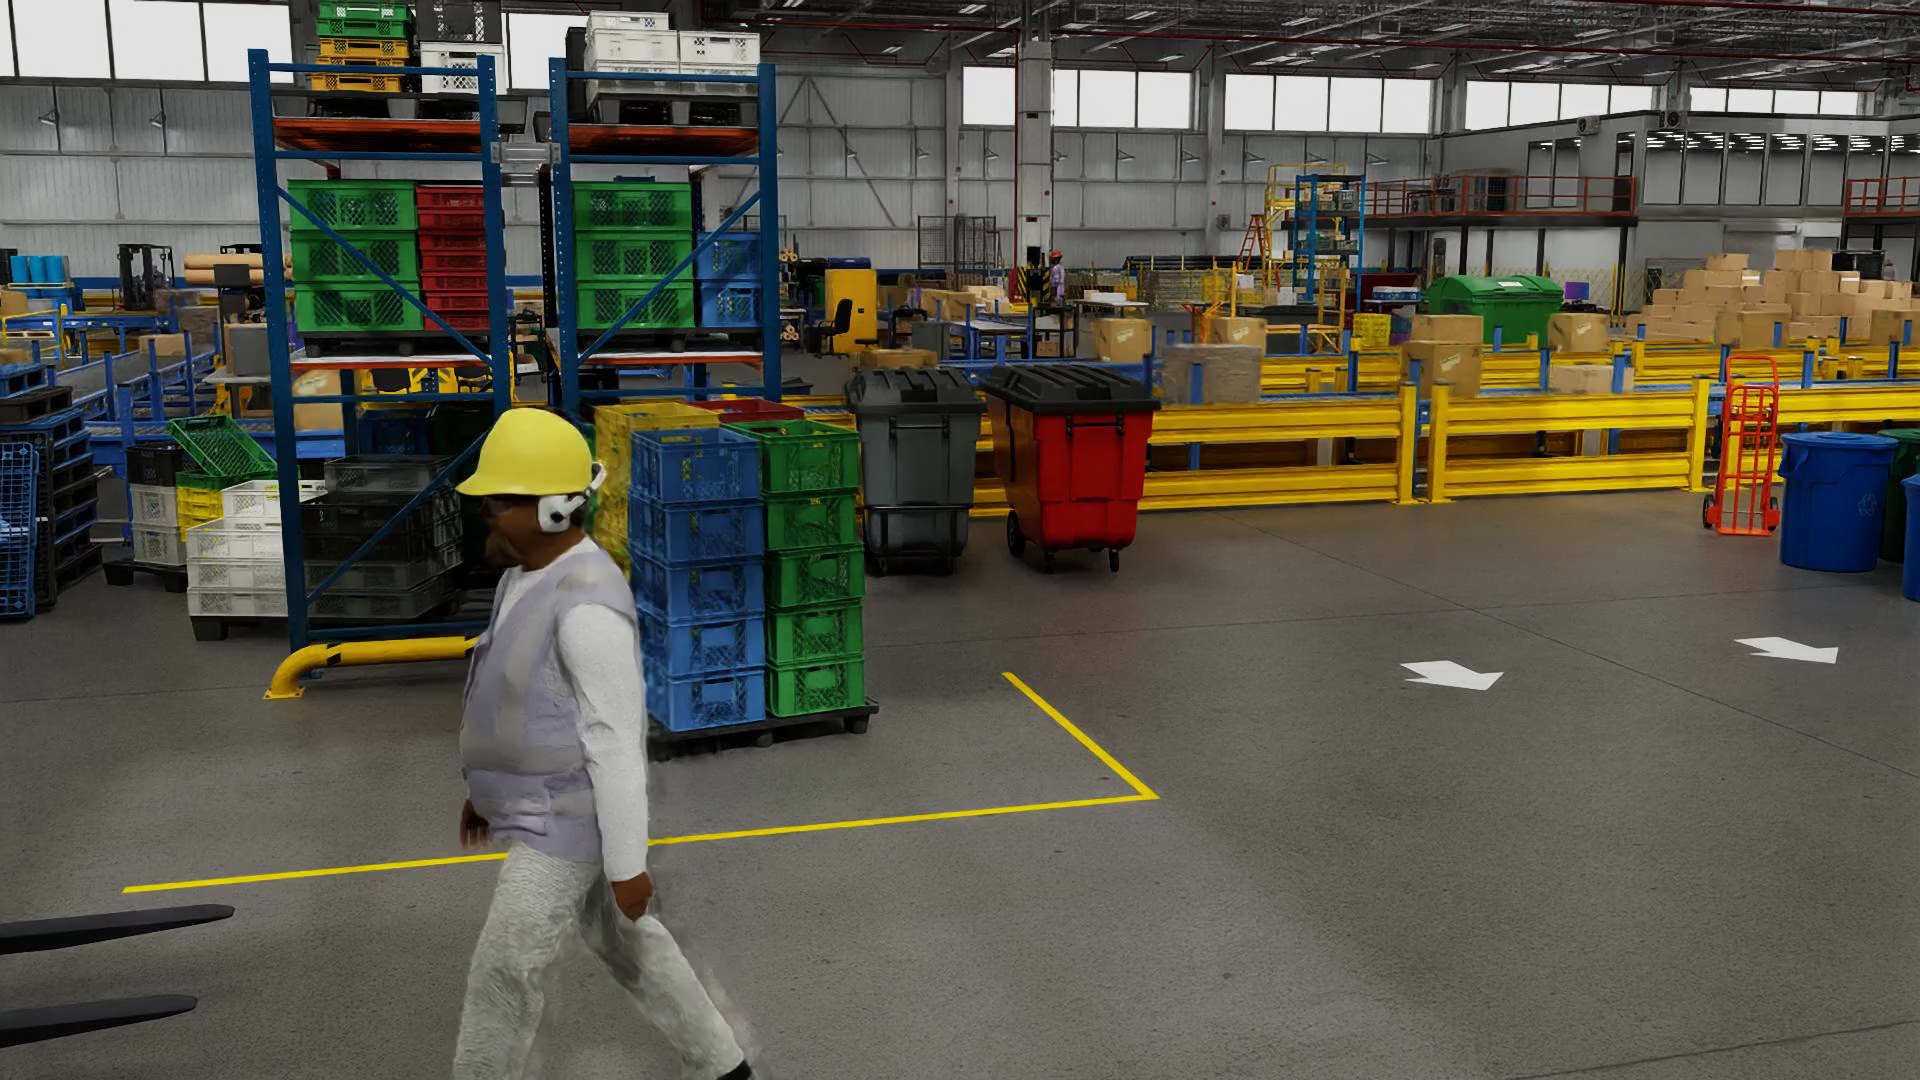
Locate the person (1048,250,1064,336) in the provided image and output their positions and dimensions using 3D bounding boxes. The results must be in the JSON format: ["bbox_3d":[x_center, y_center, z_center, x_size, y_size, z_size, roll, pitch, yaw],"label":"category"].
[{"bbox_3d":[2.270,-5.859,39.499,0.385,2.041,0.615,3,11,18],"label":"person"}]

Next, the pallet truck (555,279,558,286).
[{"bbox_3d":[-10.604,-6.375,44.520,0.653,1.274,1.630,-3,10,-15],"label":"pallet truck"}]

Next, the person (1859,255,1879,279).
[{"bbox_3d":[27.857,-7.807,50.999,0.477,1.868,0.627,-6,12,-31],"label":"person"}]

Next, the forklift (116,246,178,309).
[{"bbox_3d":[-19.966,-6.232,40.894,1.157,1.987,2.680,-3,10,-15],"label":"forklift"}]

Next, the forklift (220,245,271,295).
[{"bbox_3d":[-17.749,-6.334,41.440,1.157,1.987,2.680,-3,10,-17],"label":"forklift"}]

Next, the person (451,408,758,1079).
[{"bbox_3d":[-0.877,0.588,3.742,0.940,1.790,0.591,-4,11,-21],"label":"person"}]
